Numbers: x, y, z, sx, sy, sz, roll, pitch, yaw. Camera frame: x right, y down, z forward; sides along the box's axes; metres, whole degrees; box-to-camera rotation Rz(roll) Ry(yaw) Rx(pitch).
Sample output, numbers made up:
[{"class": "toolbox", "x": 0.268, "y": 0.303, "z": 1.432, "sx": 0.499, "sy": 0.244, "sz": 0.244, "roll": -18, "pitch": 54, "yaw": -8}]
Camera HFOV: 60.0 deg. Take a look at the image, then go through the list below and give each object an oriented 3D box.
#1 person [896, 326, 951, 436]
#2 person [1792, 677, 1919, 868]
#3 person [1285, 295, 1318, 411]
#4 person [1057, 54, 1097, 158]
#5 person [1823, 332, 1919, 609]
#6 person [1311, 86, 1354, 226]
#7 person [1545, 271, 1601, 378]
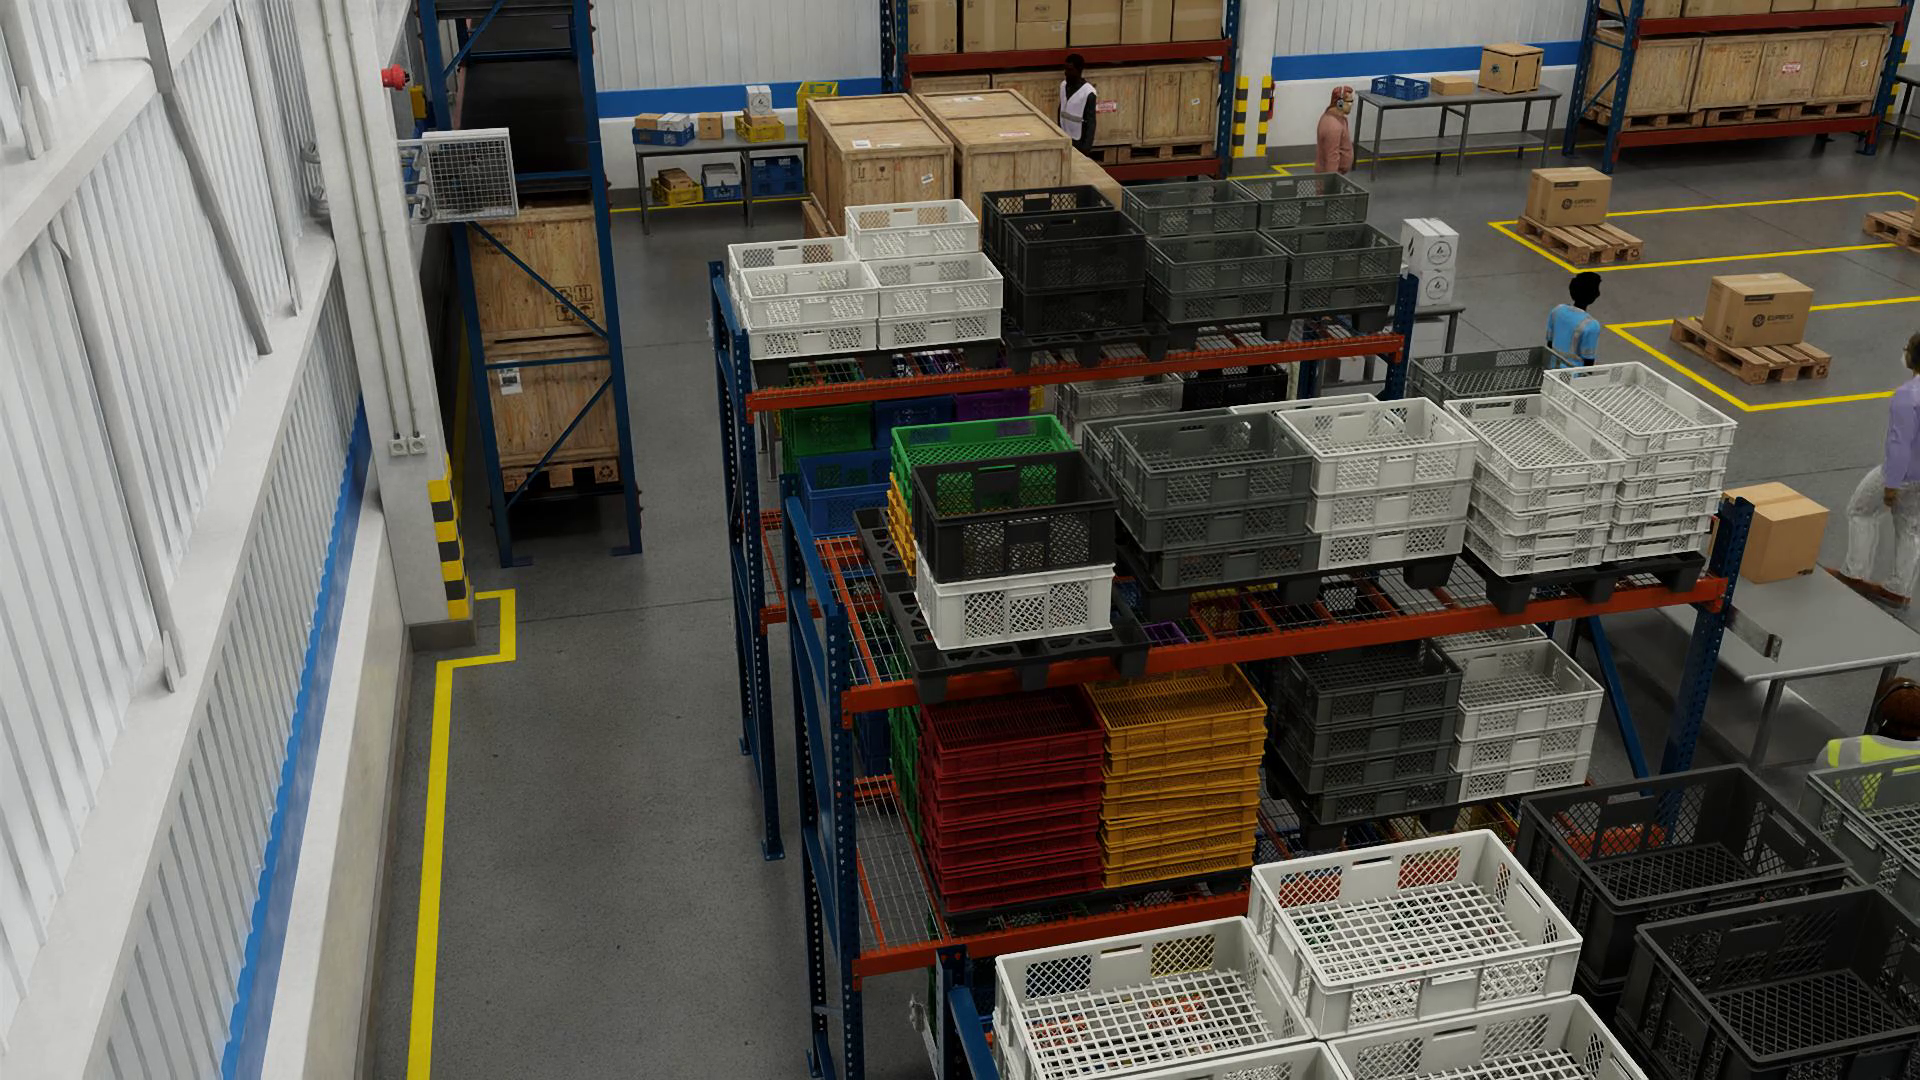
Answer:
[{"class": "person", "x": -0.270, "y": -0.868, "z": 11.948, "sx": 0.353, "sy": 1.883, "sz": 0.577, "roll": 18, "pitch": 33, "yaw": 30}, {"class": "person", "x": 4.118, "y": 1.444, "z": 7.618, "sx": 0.631, "sy": 1.835, "sz": 0.429, "roll": 6, "pitch": 28, "yaw": 11}, {"class": "person", "x": 2.700, "y": -1.481, "z": 13.141, "sx": 0.316, "sy": 1.858, "sz": 0.516, "roll": -5, "pitch": 28, "yaw": -9}, {"class": "person", "x": 1.308, "y": -4.553, "z": 18.901, "sx": 0.377, "sy": 1.917, "sz": 0.599, "roll": -18, "pitch": 33, "yaw": -30}, {"class": "person", "x": 6.299, "y": -0.486, "z": 11.199, "sx": 0.656, "sy": 1.907, "sz": 0.694, "roll": -15, "pitch": 31, "yaw": -27}, {"class": "person", "x": 3.929, "y": -3.829, "z": 17.551, "sx": 0.401, "sy": 1.900, "sz": 0.639, "roll": 4, "pitch": 28, "yaw": 8}, {"class": "person", "x": 4.706, "y": -1.260, "z": 12.887, "sx": 0.322, "sy": 1.697, "sz": 0.532, "roll": -9, "pitch": 29, "yaw": -16}]
